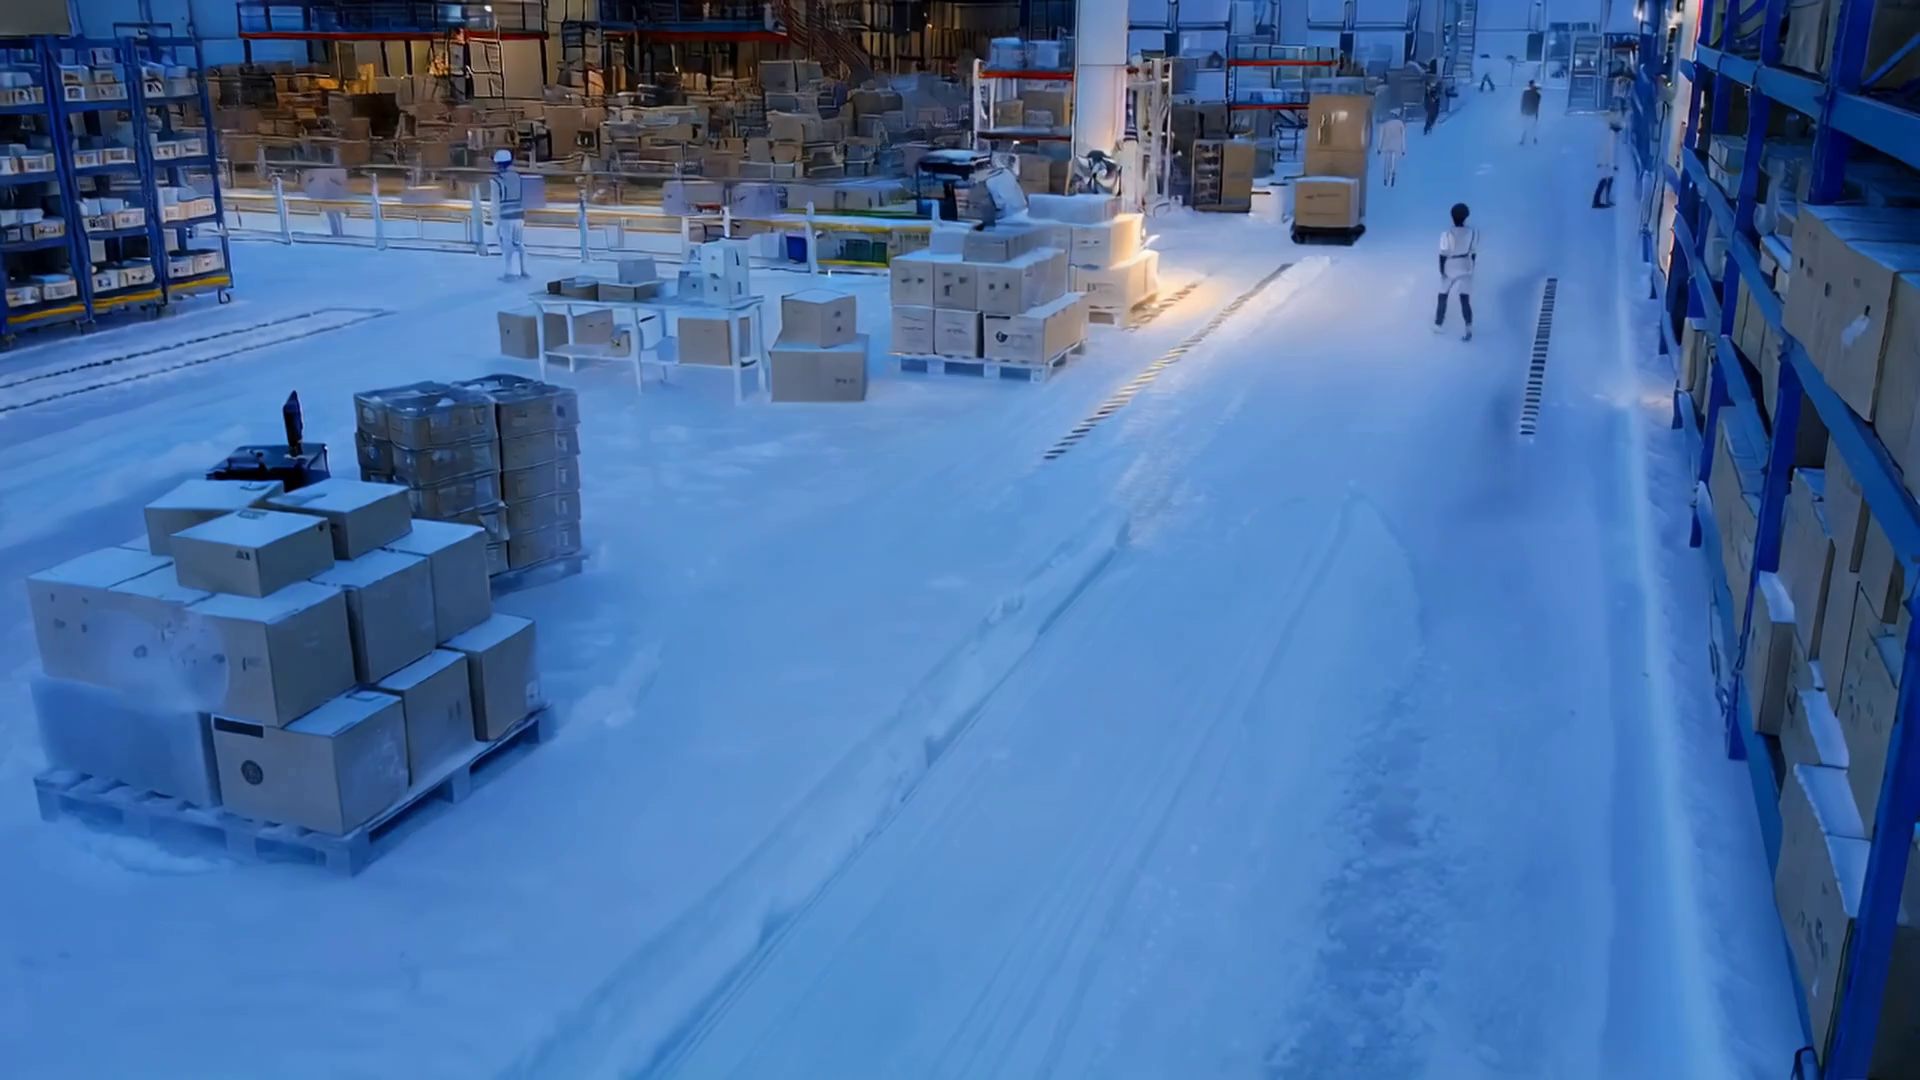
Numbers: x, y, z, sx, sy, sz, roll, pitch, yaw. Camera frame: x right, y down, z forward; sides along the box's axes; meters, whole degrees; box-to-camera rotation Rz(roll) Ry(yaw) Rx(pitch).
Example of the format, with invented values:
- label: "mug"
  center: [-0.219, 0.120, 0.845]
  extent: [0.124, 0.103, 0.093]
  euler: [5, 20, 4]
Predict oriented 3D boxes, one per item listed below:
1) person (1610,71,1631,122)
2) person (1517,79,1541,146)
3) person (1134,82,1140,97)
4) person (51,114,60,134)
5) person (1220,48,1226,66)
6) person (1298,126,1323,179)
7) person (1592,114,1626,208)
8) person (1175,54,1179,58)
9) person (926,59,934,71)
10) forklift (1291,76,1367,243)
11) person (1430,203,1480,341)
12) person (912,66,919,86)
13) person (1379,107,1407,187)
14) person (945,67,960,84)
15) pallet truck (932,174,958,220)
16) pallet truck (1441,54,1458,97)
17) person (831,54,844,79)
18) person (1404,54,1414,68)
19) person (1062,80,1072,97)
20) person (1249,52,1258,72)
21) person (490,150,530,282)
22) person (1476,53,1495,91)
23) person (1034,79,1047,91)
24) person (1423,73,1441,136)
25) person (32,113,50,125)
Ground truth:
- label: "person"
  center: [24.106, -16.156, 60.624]
  extent: [0.594, 1.842, 0.979]
  euler: [-6, 19, -18]
- label: "person"
  center: [17.209, -12.876, 50.131]
  extent: [1.020, 1.938, 0.665]
  euler: [-16, 24, -41]
- label: "person"
  center: [5.987, -14.670, 56.297]
  extent: [0.498, 1.618, 0.395]
  euler: [9, 20, 25]
- label: "person"
  center: [-28.430, -13.511, 52.219]
  extent: [0.650, 1.889, 0.614]
  euler: [-12, 21, -33]
- label: "person"
  center: [14.714, -26.678, 93.579]
  extent: [0.619, 1.885, 0.908]
  euler: [-7, 19, -21]
- label: "person"
  center: [7.599, -8.287, 36.048]
  extent: [0.527, 1.742, 0.779]
  euler: [7, 19, 21]
- label: "person"
  center: [13.355, -7.746, 34.068]
  extent: [0.665, 1.906, 0.550]
  euler: [1, 18, 3]
- label: "person"
  center: [11.004, -23.819, 84.682]
  extent: [0.429, 1.844, 0.627]
  euler: [-11, 21, -31]
- label: "person"
  center: [-1.359, -20.603, 74.573]
  extent: [0.345, 1.847, 0.504]
  euler: [13, 22, 36]
- label: "forklift"
  center: [6.598, -6.755, 29.381]
  extent: [1.129, 2.768, 1.873]
  euler: [6, 19, 19]
- label: "person"
  center: [6.155, -3.312, 20.538]
  extent: [0.530, 1.662, 0.838]
  euler: [-1, 18, -4]
- label: "person"
  center: [-1.786, -18.505, 68.126]
  extent: [0.485, 1.750, 0.546]
  euler: [7, 19, 20]
- label: "person"
  center: [9.892, -8.965, 38.062]
  extent: [0.599, 1.817, 0.580]
  euler: [4, 18, 14]
- label: "person"
  center: [-0.246, -16.820, 62.578]
  extent: [0.636, 1.925, 0.686]
  euler: [-6, 19, -19]
- label: "pallet truck"
  center: [-0.507, -5.292, 27.348]
  extent: [0.653, 1.274, 1.630]
  euler: [6, 19, 19]
- label: "pallet truck"
  center: [22.765, -21.886, 78.355]
  extent: [0.823, 1.965, 1.885]
  euler: [-4, 18, -14]
- label: "person"
  center: [-6.063, -23.068, 82.280]
  extent: [0.607, 1.864, 0.419]
  euler: [1, 18, 4]
- label: "person"
  center: [21.520, -22.272, 79.663]
  extent: [0.367, 1.940, 0.634]
  euler: [-10, 20, -28]
- label: "person"
  center: [3.996, -16.865, 62.853]
  extent: [0.924, 1.828, 0.544]
  euler: [14, 22, 37]
- label: "person"
  center: [15.752, -25.289, 89.326]
  extent: [0.488, 1.824, 0.640]
  euler: [15, 23, 39]
- label: "person"
  center: [-6.773, -4.848, 24.927]
  extent: [0.425, 1.938, 0.603]
  euler: [11, 21, 31]
- label: "person"
  center: [26.660, -23.608, 83.967]
  extent: [0.557, 1.896, 1.014]
  euler: [-14, 22, -37]
- label: "person"
  center: [3.282, -18.390, 67.462]
  extent: [0.545, 1.942, 0.349]
  euler: [8, 19, 22]
- label: "person"
  center: [15.262, -14.053, 53.675]
  extent: [0.539, 2.000, 0.701]
  euler: [-7, 19, -21]
- label: "person"
  center: [-26.656, -12.340, 48.346]
  extent: [0.614, 2.018, 0.915]
  euler: [-10, 20, -28]
